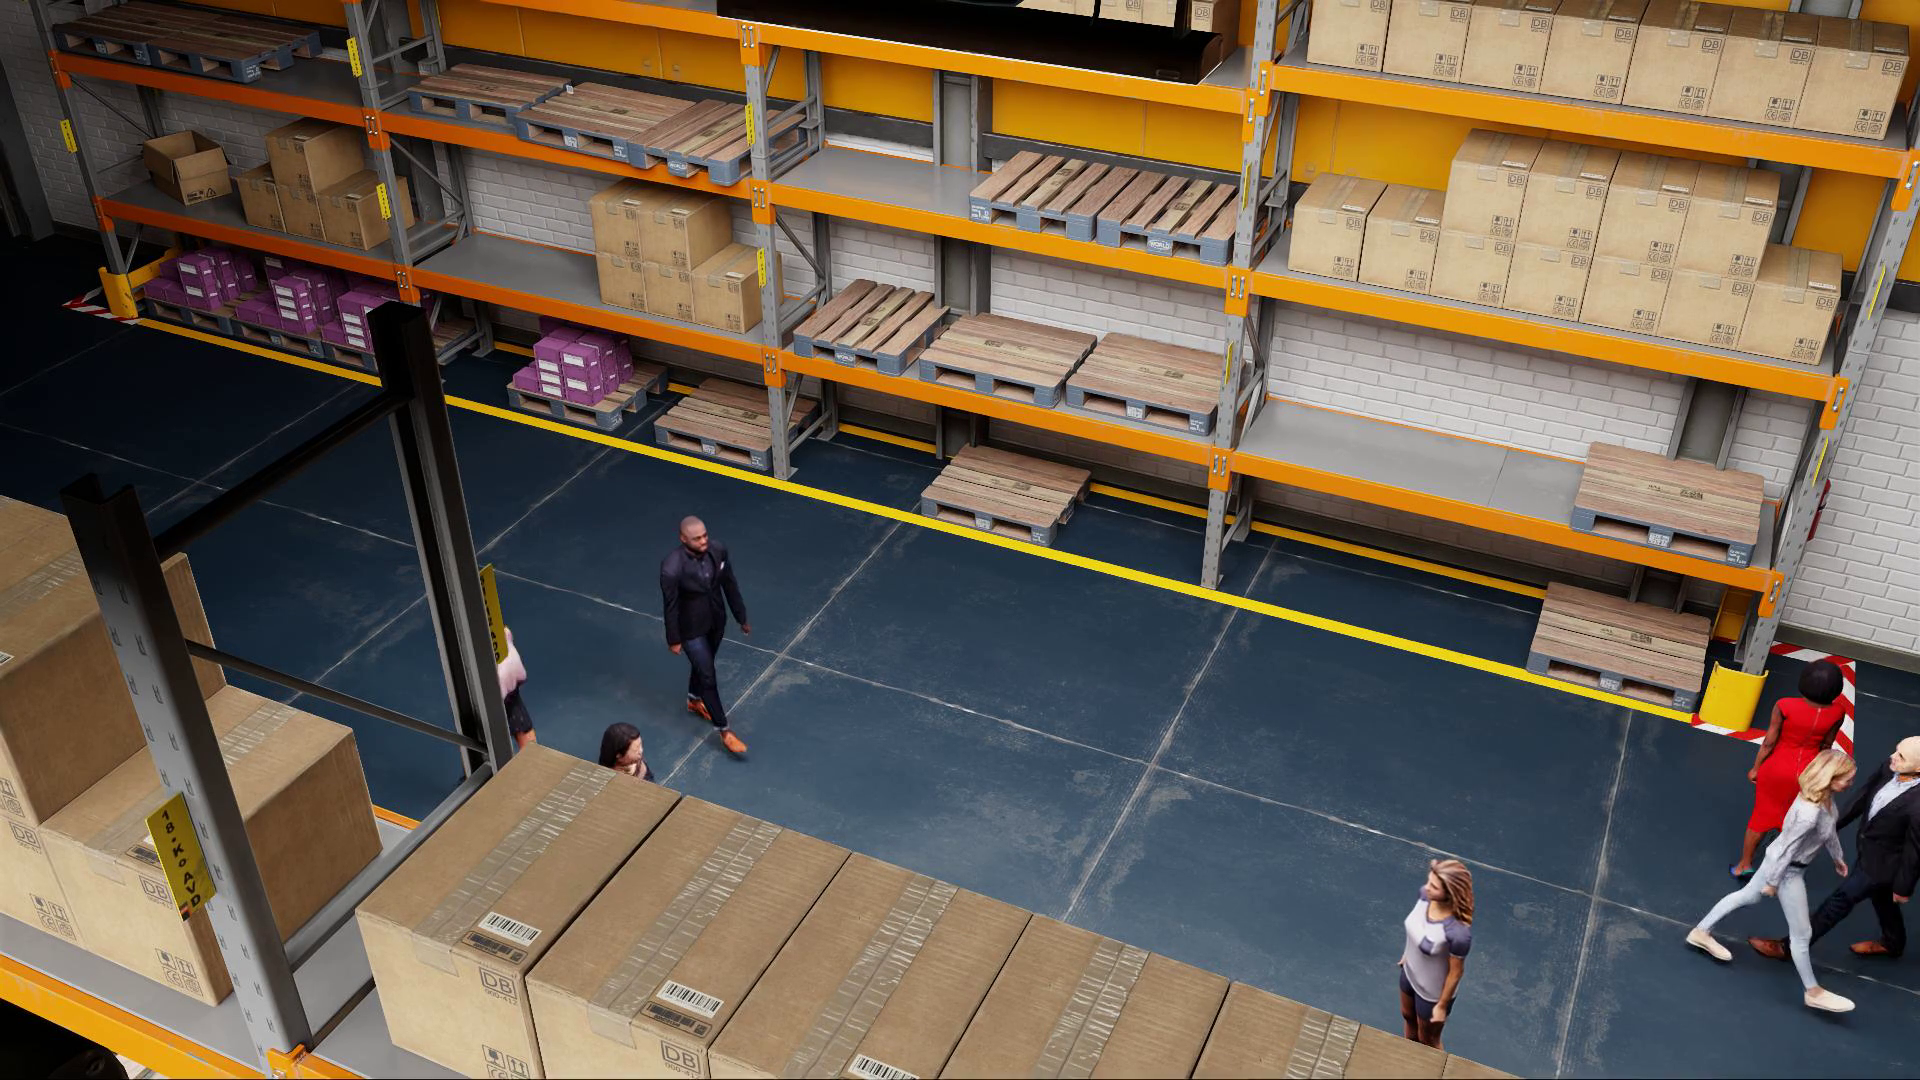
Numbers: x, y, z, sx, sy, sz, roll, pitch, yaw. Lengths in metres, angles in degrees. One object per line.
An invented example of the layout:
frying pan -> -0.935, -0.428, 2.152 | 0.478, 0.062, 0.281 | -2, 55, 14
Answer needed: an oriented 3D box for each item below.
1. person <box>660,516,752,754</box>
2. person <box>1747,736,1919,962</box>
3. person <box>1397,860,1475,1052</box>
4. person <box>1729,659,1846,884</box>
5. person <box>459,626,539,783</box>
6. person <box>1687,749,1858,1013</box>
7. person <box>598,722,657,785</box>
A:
person -> -1.858, 0.569, 11.612 | 1.099, 1.788, 0.890 | 24, 41, 32
person -> 5.451, 1.856, 9.706 | 1.284, 1.755, 0.953 | 4, 34, 6
person -> 2.536, 2.368, 8.957 | 0.724, 1.730, 0.685 | -8, 34, -11
person -> 5.138, 1.458, 10.316 | 0.532, 1.743, 0.676 | 5, 34, 7
person -> -3.059, 1.134, 10.781 | 1.084, 1.767, 0.652 | 15, 37, 22
person -> 4.730, 1.880, 9.687 | 1.218, 1.735, 0.742 | 22, 40, 30
person -> -2.082, 1.772, 9.910 | 1.136, 1.669, 0.888 | 4, 34, 6
